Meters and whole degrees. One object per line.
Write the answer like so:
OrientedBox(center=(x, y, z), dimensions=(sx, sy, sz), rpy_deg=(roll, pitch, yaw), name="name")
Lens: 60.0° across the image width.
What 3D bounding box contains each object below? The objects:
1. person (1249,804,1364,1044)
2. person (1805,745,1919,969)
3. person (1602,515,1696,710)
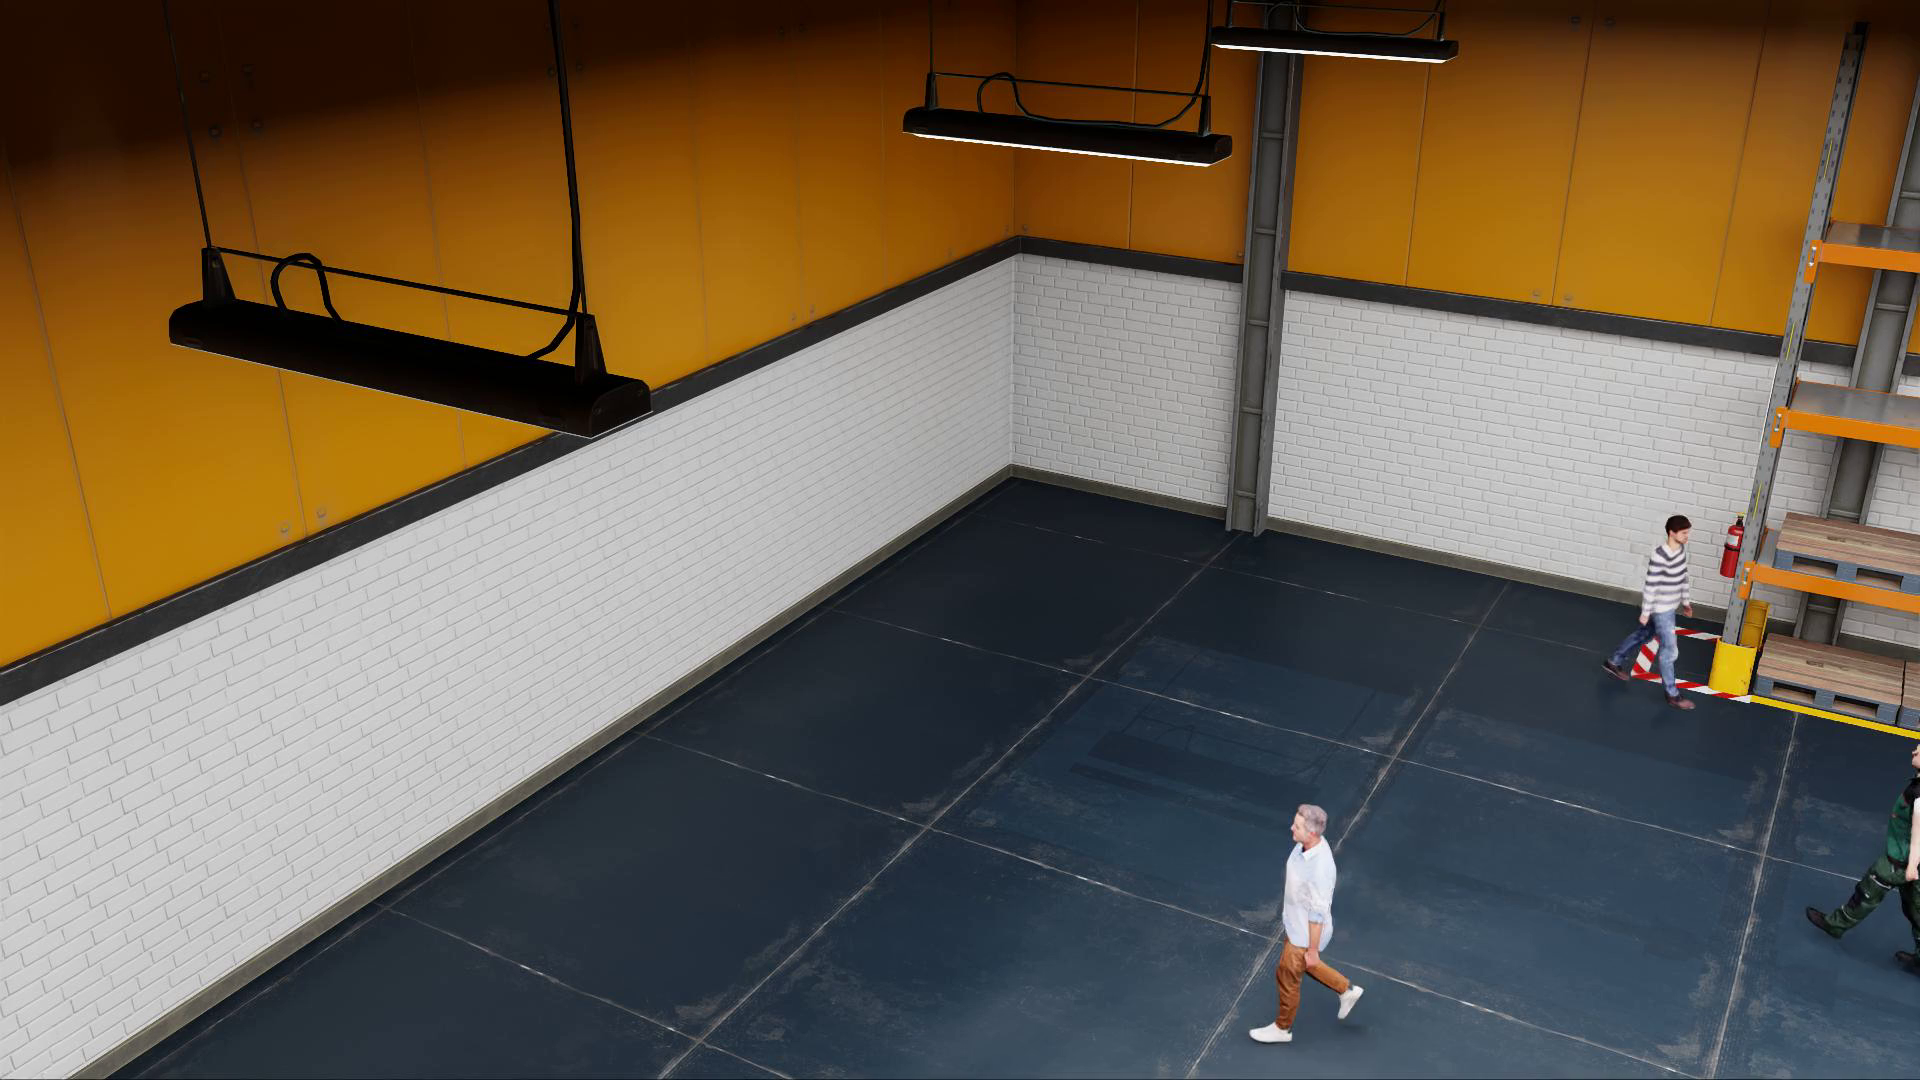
OrientedBox(center=(2.359, 2.544, 10.980), dimensions=(1.136, 1.807, 0.983), rpy_deg=(0, 24, 0), name="person")
OrientedBox(center=(6.742, 2.244, 11.684), dimensions=(0.902, 1.792, 1.228), rpy_deg=(-20, 31, -38), name="person")
OrientedBox(center=(6.420, 0.598, 15.430), dimensions=(0.870, 1.808, 1.254), rpy_deg=(-21, 31, -40), name="person")
